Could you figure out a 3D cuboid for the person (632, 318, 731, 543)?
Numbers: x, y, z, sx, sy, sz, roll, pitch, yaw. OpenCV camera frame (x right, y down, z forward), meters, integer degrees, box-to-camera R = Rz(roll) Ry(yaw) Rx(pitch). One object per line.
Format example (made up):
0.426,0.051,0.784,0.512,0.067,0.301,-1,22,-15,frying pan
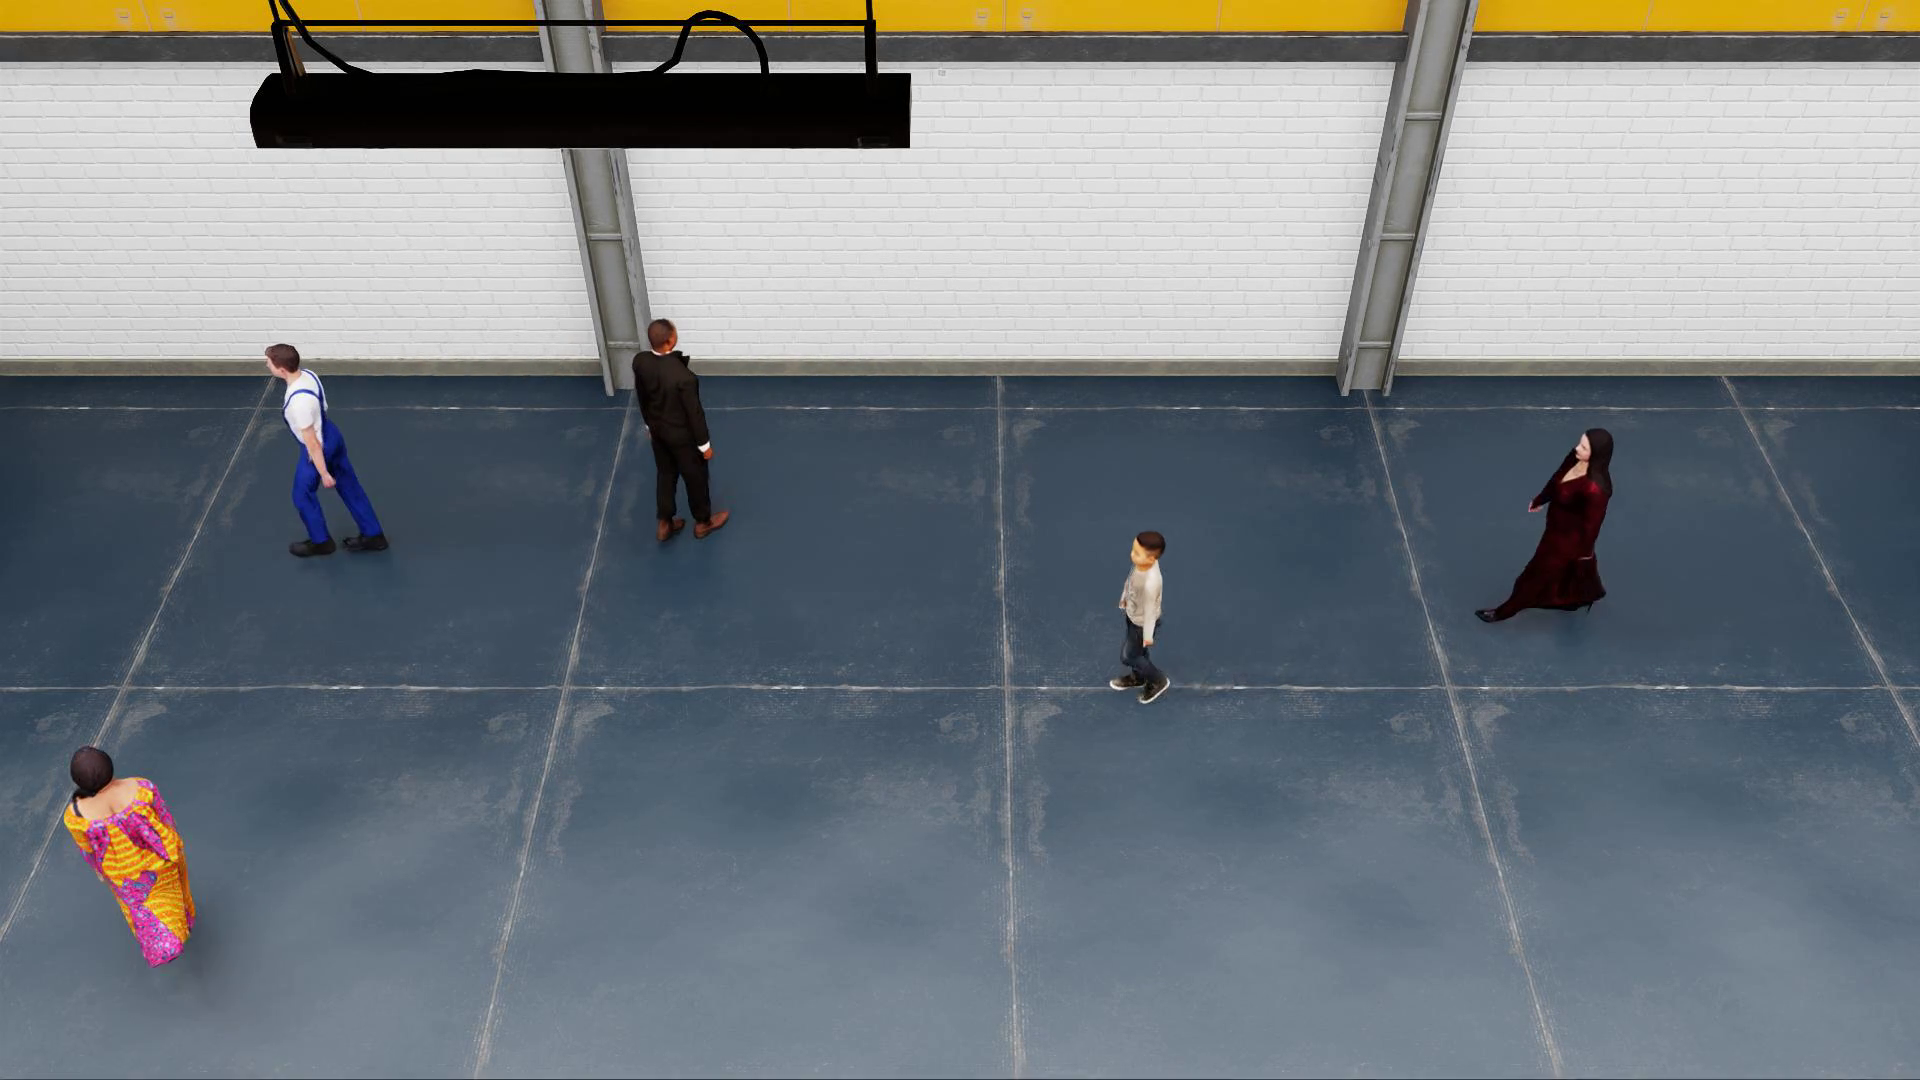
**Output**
-2.021,-0.764,11.745,0.877,1.922,0.938,22,48,21,person

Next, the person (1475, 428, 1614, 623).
4.189,-0.067,11.167,1.137,1.710,0.712,3,44,3,person

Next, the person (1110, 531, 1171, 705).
1.252,0.487,10.772,0.612,1.452,0.569,-4,44,-5,person

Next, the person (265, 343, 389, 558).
-4.377,-0.614,11.659,0.917,1.822,0.661,-2,44,-2,person

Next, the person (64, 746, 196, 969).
-4.592,1.765,9.273,0.961,1.670,0.971,-24,49,-23,person
